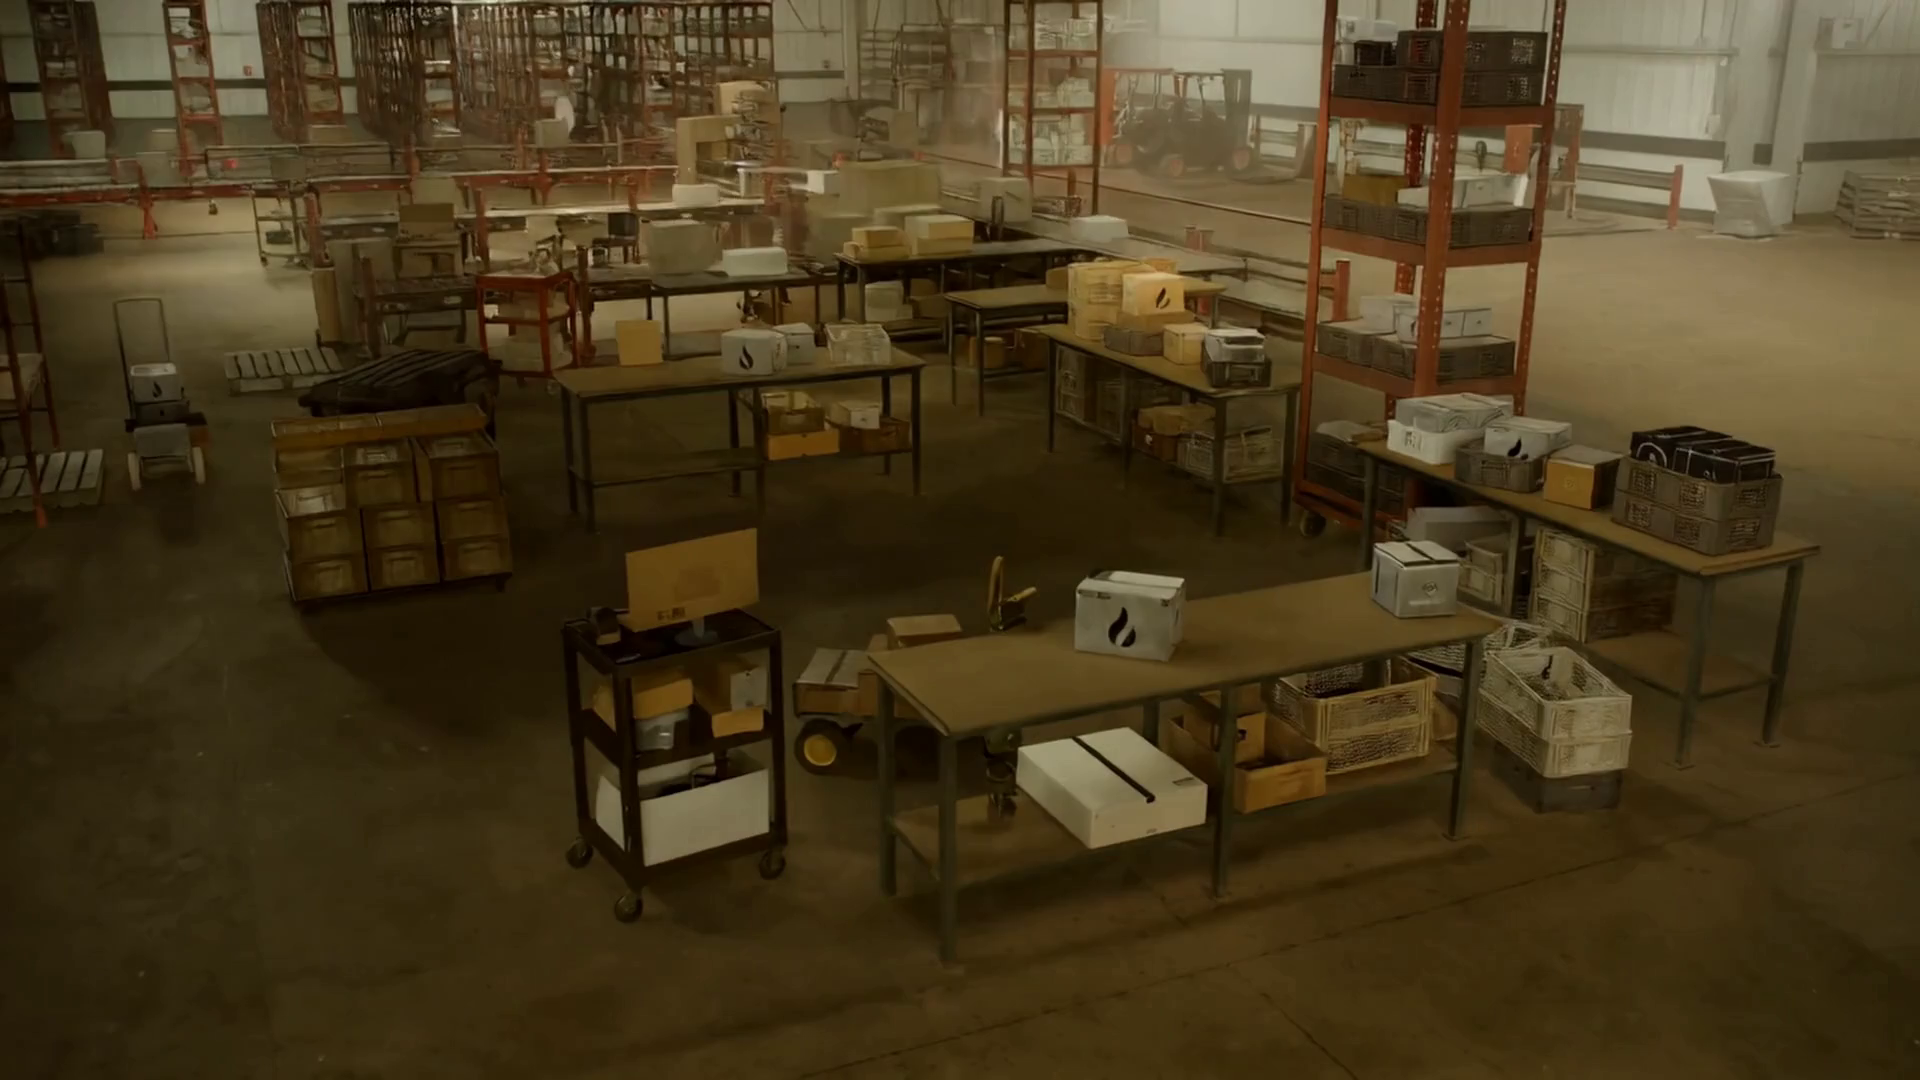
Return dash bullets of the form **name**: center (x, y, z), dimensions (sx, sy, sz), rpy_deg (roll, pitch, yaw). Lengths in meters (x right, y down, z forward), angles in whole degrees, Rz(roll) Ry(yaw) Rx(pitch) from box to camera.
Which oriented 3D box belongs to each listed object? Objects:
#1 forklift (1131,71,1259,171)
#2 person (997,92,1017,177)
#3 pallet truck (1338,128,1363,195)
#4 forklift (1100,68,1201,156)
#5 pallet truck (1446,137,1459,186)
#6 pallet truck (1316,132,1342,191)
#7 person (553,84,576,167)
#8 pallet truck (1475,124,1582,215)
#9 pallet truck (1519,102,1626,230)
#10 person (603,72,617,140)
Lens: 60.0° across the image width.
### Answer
- **forklift**: center (4.998, -8.936, 35.413), dimensions (2.680, 1.987, 1.157), rpy_deg (-9, 20, -25)
- **person**: center (0.955, -8.135, 33.681), dimensions (0.403, 1.822, 0.588), rpy_deg (4, 18, 11)
- **pallet truck**: center (7.845, -7.140, 31.411), dimensions (1.522, 1.261, 0.704), rpy_deg (-9, 20, -25)
- **forklift**: center (4.082, -9.564, 37.410), dimensions (2.680, 1.987, 1.157), rpy_deg (-8, 19, -23)
- **pallet truck**: center (9.184, -6.485, 29.328), dimensions (1.630, 1.274, 0.653), rpy_deg (-8, 19, -23)
- **pallet truck**: center (7.723, -7.504, 32.656), dimensions (1.601, 1.201, 0.680), rpy_deg (-8, 19, -23)
- **person**: center (-8.452, -8.760, 35.551), dimensions (0.492, 1.886, 0.671), rpy_deg (-5, 18, -15)
- **pallet truck**: center (9.707, -6.455, 28.103), dimensions (1.885, 1.965, 0.823), rpy_deg (-7, 19, -20)
- **pallet truck**: center (9.972, -6.037, 26.785), dimensions (1.885, 1.965, 0.823), rpy_deg (-9, 20, -25)
- **person**: center (-9.439, -11.892, 45.553), dimensions (0.720, 1.808, 0.569), rpy_deg (-4, 18, -13)
